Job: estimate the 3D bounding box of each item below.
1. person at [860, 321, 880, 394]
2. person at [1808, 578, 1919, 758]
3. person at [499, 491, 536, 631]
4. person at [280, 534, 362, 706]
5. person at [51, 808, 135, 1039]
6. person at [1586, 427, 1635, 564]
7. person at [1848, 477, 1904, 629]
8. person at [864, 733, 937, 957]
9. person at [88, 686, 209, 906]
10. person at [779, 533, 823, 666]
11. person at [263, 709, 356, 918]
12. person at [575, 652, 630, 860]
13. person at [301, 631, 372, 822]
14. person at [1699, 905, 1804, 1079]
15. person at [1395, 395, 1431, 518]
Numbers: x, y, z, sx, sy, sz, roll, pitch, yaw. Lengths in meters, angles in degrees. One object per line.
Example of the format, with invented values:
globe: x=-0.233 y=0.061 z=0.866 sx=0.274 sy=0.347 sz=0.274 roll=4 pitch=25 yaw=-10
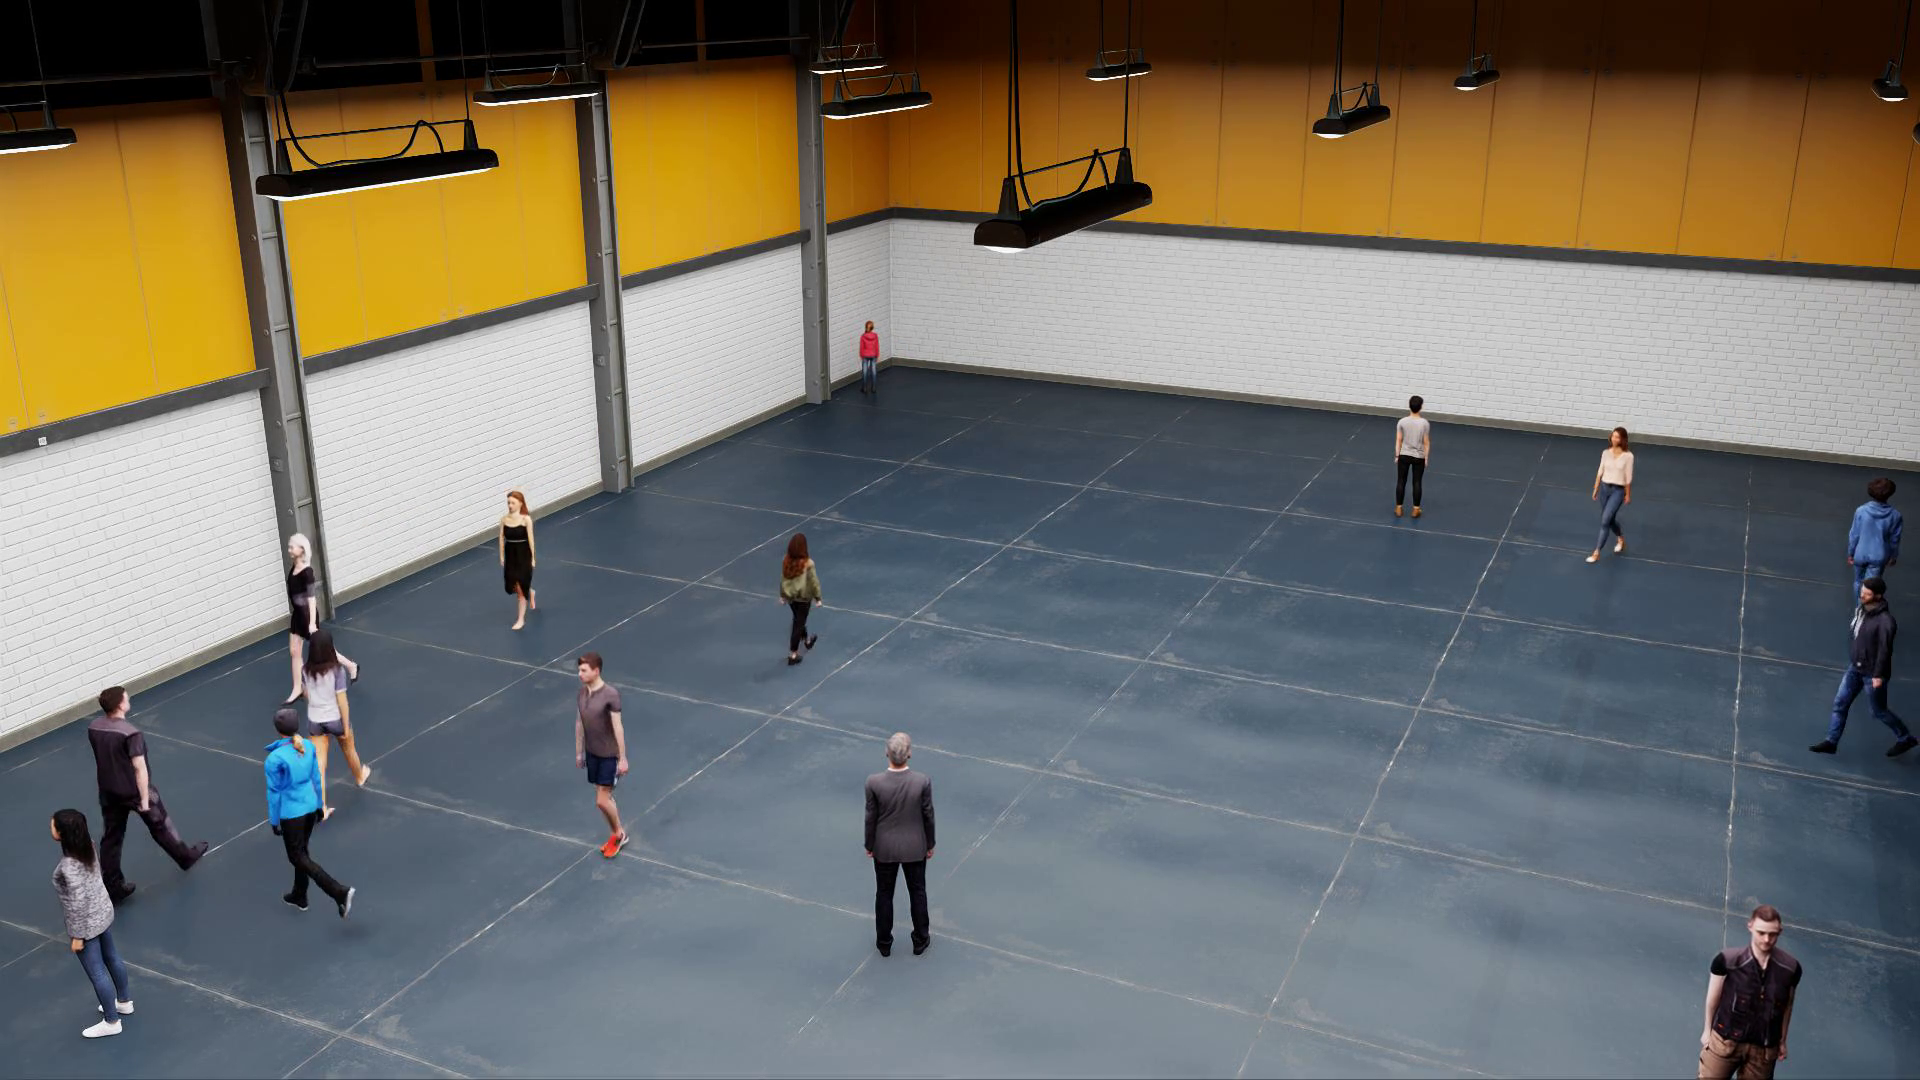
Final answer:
person: x=-1.646 y=-3.346 z=30.328 sx=0.596 sy=1.315 sz=0.648 roll=-5 pitch=19 yaw=-15
person: x=8.782 y=1.249 z=15.857 sx=1.129 sy=1.844 sz=1.263 roll=1 pitch=19 yaw=2
person: x=-5.092 y=0.196 z=19.360 sx=0.714 sy=1.603 sz=1.003 roll=3 pitch=19 yaw=10
person: x=-6.688 y=0.809 z=17.224 sx=0.852 sy=1.805 sz=1.163 roll=18 pitch=25 yaw=42
person: x=-6.161 y=2.685 z=11.770 sx=0.755 sy=1.731 sz=0.636 roll=-2 pitch=19 yaw=-5
person: x=8.478 y=-0.595 z=21.476 sx=1.209 sy=1.752 sz=0.954 roll=-13 pitch=23 yaw=-34
person: x=10.457 y=0.196 z=19.091 sx=0.880 sy=1.776 sz=1.233 roll=15 pitch=24 yaw=38
person: x=-0.457 y=2.316 z=12.692 sx=0.804 sy=1.842 sz=0.789 roll=-1 pitch=19 yaw=-3
person: x=-6.801 y=2.092 z=13.419 sx=0.775 sy=1.801 sz=1.147 roll=7 pitch=20 yaw=19
person: x=-1.800 y=0.669 z=18.197 sx=0.644 sy=1.450 sz=0.902 roll=10 pitch=21 yaw=27
person: x=-5.162 y=2.200 z=13.140 sx=0.745 sy=1.774 sz=1.035 roll=11 pitch=21 yaw=29
person: x=-2.985 y=1.800 z=14.232 sx=0.718 sy=1.837 sz=0.693 roll=12 pitch=22 yaw=31
person: x=-5.671 y=1.680 z=14.828 sx=0.908 sy=1.682 sz=1.197 roll=1 pitch=19 yaw=2
person: x=4.905 y=3.087 z=10.402 sx=0.740 sy=1.841 sz=0.675 roll=4 pitch=19 yaw=11
person: x=6.312 y=-1.178 z=23.256 sx=0.618 sy=1.722 sz=0.534 roll=7 pitch=20 yaw=20
